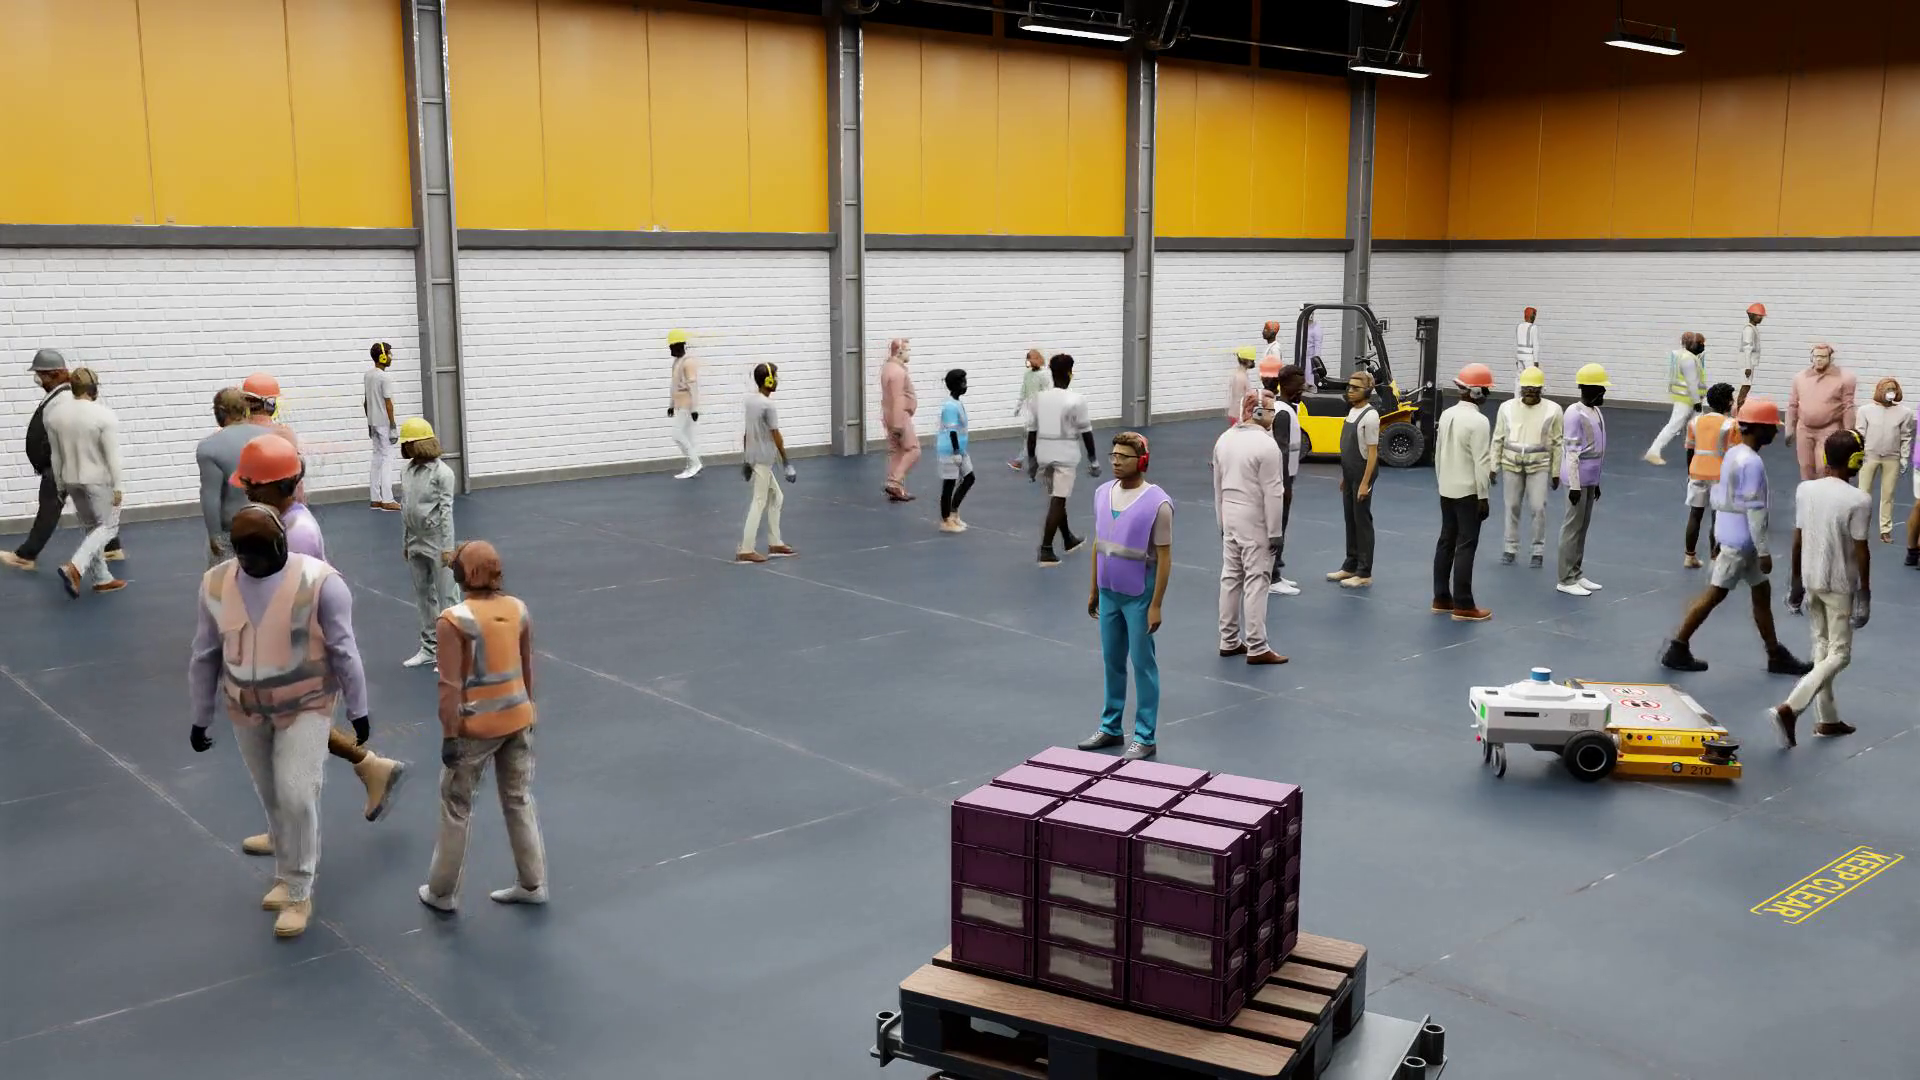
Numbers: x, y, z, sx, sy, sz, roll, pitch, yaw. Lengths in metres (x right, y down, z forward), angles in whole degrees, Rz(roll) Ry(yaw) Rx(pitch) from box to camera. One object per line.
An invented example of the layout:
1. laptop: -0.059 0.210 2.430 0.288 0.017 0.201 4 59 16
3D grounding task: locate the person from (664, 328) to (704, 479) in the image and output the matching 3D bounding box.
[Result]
1. person: -3.499 -1.706 20.966 0.434 1.911 0.608 -4 11 -24

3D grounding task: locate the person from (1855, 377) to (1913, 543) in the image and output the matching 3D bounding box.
1. person: 9.057 -0.784 16.360 0.500 1.636 0.279 4 10 22

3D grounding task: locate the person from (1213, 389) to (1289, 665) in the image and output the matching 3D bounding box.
1. person: 2.037 -0.095 11.548 0.402 1.904 0.638 -5 11 -27

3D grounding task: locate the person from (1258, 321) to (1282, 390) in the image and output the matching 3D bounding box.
1. person: 4.461 -2.204 23.964 0.355 1.880 0.575 0 10 -1

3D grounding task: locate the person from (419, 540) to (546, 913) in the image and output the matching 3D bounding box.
1. person: -2.086 0.801 7.183 0.609 1.609 0.562 5 11 28

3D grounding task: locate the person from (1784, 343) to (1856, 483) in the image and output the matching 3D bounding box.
1. person: 9.173 -1.163 17.809 0.436 1.891 0.667 -9 14 -44

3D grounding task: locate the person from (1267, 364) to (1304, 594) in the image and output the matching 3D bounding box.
1. person: 2.687 -0.514 13.958 0.389 1.916 0.590 2 10 9

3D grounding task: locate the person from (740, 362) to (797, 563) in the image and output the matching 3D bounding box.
1. person: -1.717 -0.702 15.306 0.777 1.838 0.529 -5 11 -27

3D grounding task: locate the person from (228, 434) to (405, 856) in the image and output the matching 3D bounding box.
1. person: -3.039 0.487 7.808 0.670 2.017 0.645 -5 11 -27

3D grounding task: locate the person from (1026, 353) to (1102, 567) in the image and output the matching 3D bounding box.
1. person: 0.994 -0.751 15.315 0.612 1.921 0.973 8 13 40

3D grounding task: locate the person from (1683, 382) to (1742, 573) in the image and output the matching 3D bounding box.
1. person: 6.722 -0.558 14.848 0.317 1.698 0.540 -6 11 -30

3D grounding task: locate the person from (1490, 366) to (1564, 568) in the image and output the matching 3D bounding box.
1. person: 5.149 -0.670 15.131 0.606 1.830 0.404 5 11 29

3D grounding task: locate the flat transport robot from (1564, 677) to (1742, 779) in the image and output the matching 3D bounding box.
1. flat transport robot: 3.941 1.057 9.572 0.652 0.197 1.431 1 10 9

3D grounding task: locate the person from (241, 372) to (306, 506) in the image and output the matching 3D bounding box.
1. person: -4.937 -0.195 11.861 0.615 1.994 0.381 2 10 11

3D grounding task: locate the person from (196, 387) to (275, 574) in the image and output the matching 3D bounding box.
1. person: -4.949 -0.093 11.484 0.489 1.923 0.647 7 12 37

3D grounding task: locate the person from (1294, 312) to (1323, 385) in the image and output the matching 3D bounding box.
1. person: 6.081 -3.126 29.282 0.407 1.908 0.641 -5 11 -27

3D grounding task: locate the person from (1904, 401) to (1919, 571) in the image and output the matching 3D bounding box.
1. person: 8.770 -0.682 14.908 0.384 1.933 0.547 1 10 7

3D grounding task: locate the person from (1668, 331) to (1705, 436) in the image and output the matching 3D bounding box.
1. person: 11.355 -2.436 26.014 0.515 1.642 0.314 2 10 10

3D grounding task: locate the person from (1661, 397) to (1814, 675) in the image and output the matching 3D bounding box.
1. person: 5.246 -0.018 11.152 0.986 1.889 0.564 3 10 16

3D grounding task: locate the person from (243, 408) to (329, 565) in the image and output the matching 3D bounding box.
1. person: -5.162 -0.220 12.694 0.597 1.778 0.967 7 12 37

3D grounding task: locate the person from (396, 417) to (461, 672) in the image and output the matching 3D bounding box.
1. person: -3.627 0.031 11.297 0.480 1.736 0.324 6 11 30

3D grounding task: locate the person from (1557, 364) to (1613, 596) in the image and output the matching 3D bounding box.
1. person: 5.214 -0.508 13.894 0.366 1.927 0.588 7 12 36

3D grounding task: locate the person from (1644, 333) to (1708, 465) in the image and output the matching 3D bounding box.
1. person: 9.743 -1.881 22.327 0.962 1.800 0.625 6 11 30

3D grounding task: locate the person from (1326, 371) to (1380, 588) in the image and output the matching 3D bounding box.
1. person: 3.381 -0.517 14.185 0.345 1.847 0.508 -2 10 -10

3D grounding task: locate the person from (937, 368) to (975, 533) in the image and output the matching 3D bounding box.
1. person: -0.032 -0.895 16.848 0.396 1.682 0.557 1 10 7

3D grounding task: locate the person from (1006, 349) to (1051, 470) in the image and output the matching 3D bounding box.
1. person: 0.936 -1.703 21.882 0.872 1.587 0.509 -6 11 -30

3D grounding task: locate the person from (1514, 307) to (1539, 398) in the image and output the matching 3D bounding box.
1. person: 10.353 -3.298 30.357 0.356 1.884 0.573 -4 11 -23

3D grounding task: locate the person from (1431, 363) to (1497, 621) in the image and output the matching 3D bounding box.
1. person: 3.930 -0.376 12.919 0.396 1.992 0.623 -3 10 -15

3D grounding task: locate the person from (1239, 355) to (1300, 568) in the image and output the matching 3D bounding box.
1. person: 2.796 -0.709 15.102 0.552 1.934 0.471 2 10 11

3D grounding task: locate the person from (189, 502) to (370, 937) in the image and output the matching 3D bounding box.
1. person: -2.873 0.735 6.967 0.692 1.805 0.719 1 10 5

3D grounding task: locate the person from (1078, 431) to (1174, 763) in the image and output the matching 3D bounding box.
1. person: 0.952 0.309 9.334 0.389 1.850 0.566 -8 13 -40

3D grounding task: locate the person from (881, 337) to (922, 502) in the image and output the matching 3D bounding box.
1. person: -0.677 -1.374 19.060 0.437 1.891 0.655 -2 10 -14

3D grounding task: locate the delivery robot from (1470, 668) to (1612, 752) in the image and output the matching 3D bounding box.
1. delivery robot: 3.173 0.945 9.125 0.707 0.478 0.477 1 10 7

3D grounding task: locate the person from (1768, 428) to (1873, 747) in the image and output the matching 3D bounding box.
1. person: 4.954 0.278 9.549 0.768 1.844 0.531 -4 10 -21

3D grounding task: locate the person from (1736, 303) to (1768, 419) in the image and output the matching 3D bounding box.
1. person: 13.157 -2.914 27.661 0.392 2.034 0.614 5 11 27

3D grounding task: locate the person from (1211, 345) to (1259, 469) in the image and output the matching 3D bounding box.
1. person: 3.380 -1.507 20.252 0.491 1.745 0.531 2 10 12

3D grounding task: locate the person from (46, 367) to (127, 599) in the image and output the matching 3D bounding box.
1. person: -7.173 -0.453 13.620 0.634 1.920 0.768 2 10 12

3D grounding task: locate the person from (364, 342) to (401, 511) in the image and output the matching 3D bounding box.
1. person: -6.402 -1.256 18.442 0.532 1.868 0.310 9 13 41

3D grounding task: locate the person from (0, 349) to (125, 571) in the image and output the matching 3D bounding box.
1. person: -8.175 -0.759 15.031 1.055 2.000 0.696 -5 11 -26

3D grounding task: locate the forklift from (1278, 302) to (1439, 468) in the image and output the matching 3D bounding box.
1. forklift: 5.320 -2.157 22.763 2.313 2.155 1.214 3 10 16
